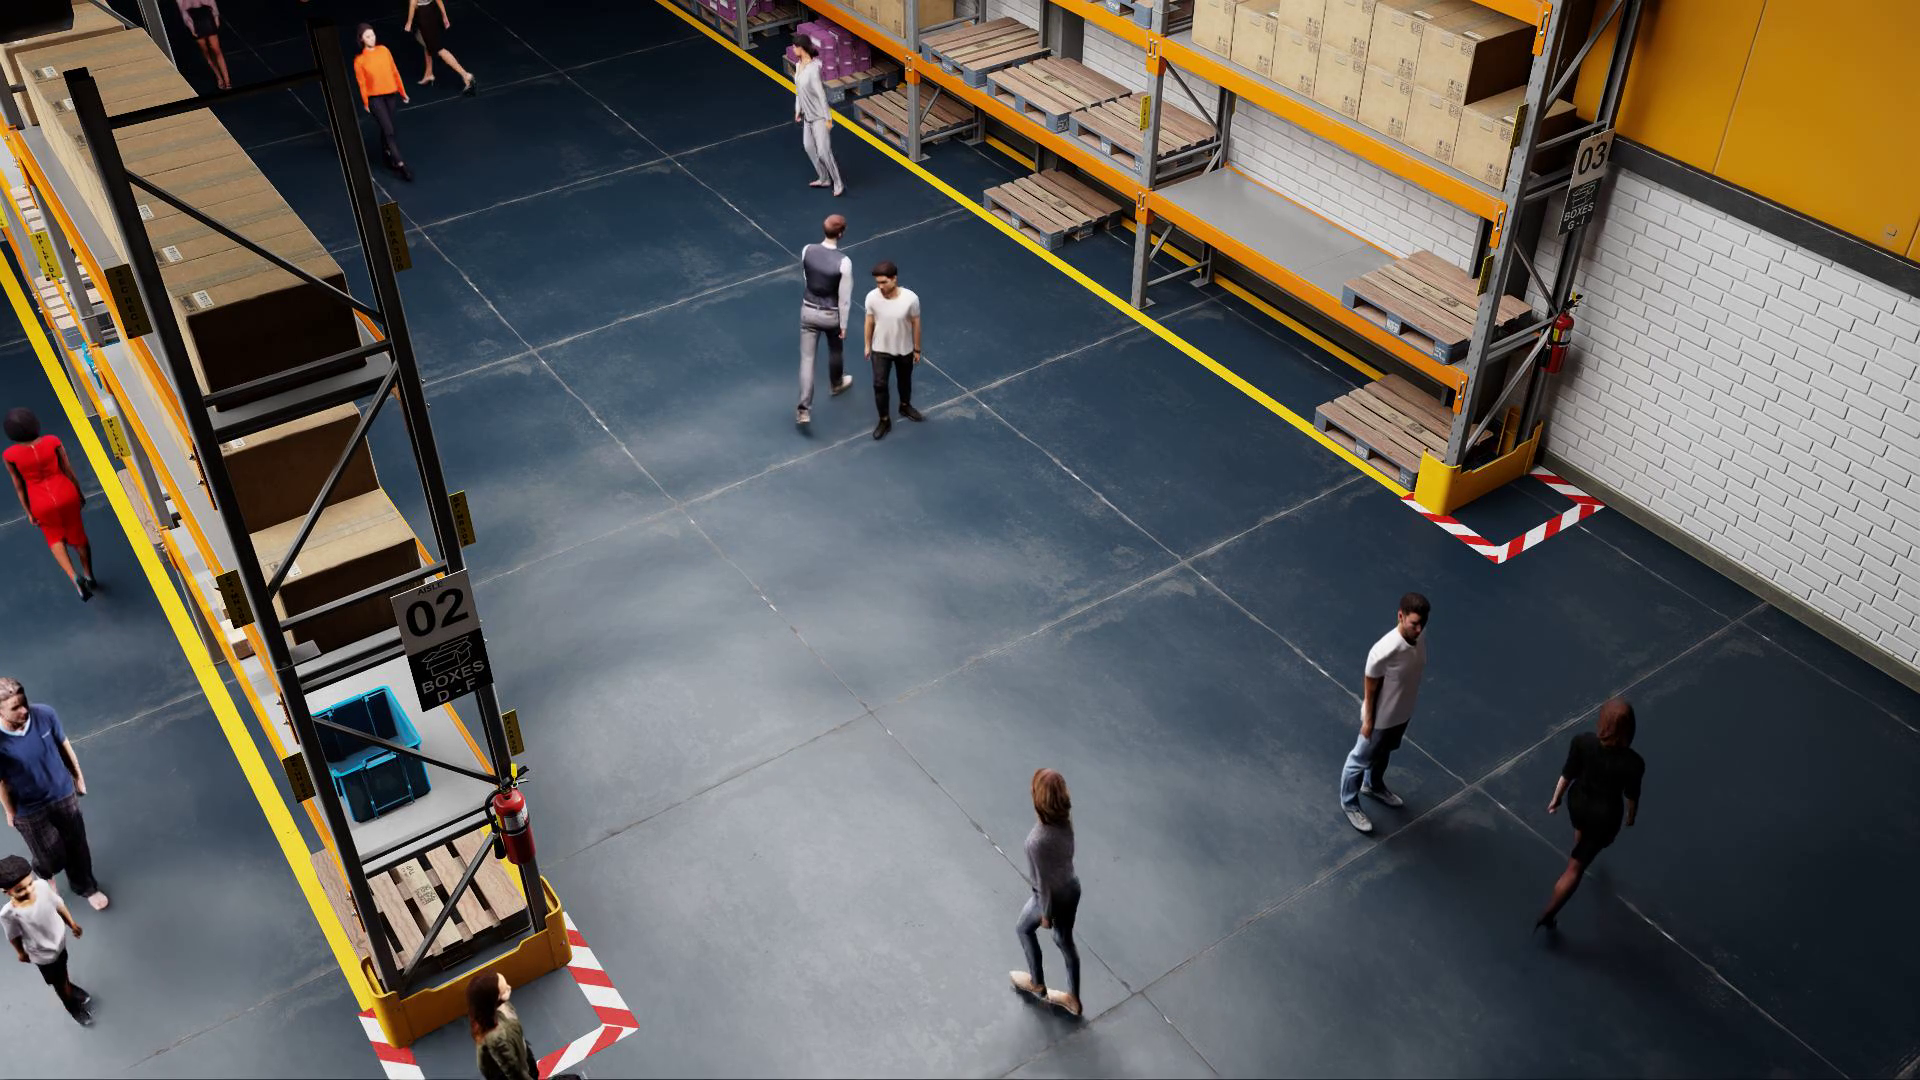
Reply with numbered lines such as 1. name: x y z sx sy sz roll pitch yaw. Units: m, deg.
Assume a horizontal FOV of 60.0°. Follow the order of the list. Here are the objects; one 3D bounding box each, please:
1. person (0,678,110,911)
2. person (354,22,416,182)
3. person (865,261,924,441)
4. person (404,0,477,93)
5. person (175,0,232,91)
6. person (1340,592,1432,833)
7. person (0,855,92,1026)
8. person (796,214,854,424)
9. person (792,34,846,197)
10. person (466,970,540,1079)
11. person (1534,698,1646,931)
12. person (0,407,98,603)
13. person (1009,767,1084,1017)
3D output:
1. person: -5.686 1.546 10.233 0.834 1.851 0.793 28 46 31
2. person: -6.447 -4.883 18.380 0.999 1.730 0.831 21 43 24
3. person: -0.555 -1.723 14.455 0.868 1.690 0.937 -1 39 -2
4. person: -6.311 -6.218 20.063 1.136 1.716 1.057 7 39 9
5. person: -9.184 -6.244 20.046 0.665 1.777 0.874 -18 42 -21
6. person: 2.779 1.076 10.814 0.684 1.862 0.581 -28 46 -30
7. person: -5.432 2.297 9.778 0.684 1.245 0.614 17 42 20
8. person: -1.243 -1.908 14.516 1.217 1.903 1.187 8 39 10
9. person: -1.508 -4.593 18.005 0.540 1.745 0.827 32 48 33
10. person: -2.450 2.829 8.930 0.751 1.472 0.634 -8 39 -10
11. person: 3.814 1.737 10.165 0.828 1.637 1.108 -32 48 -33
12. person: -6.801 -0.225 12.546 0.563 1.732 0.754 -23 44 -26
13. person: 0.590 2.100 9.621 0.847 1.748 0.764 16 41 19
